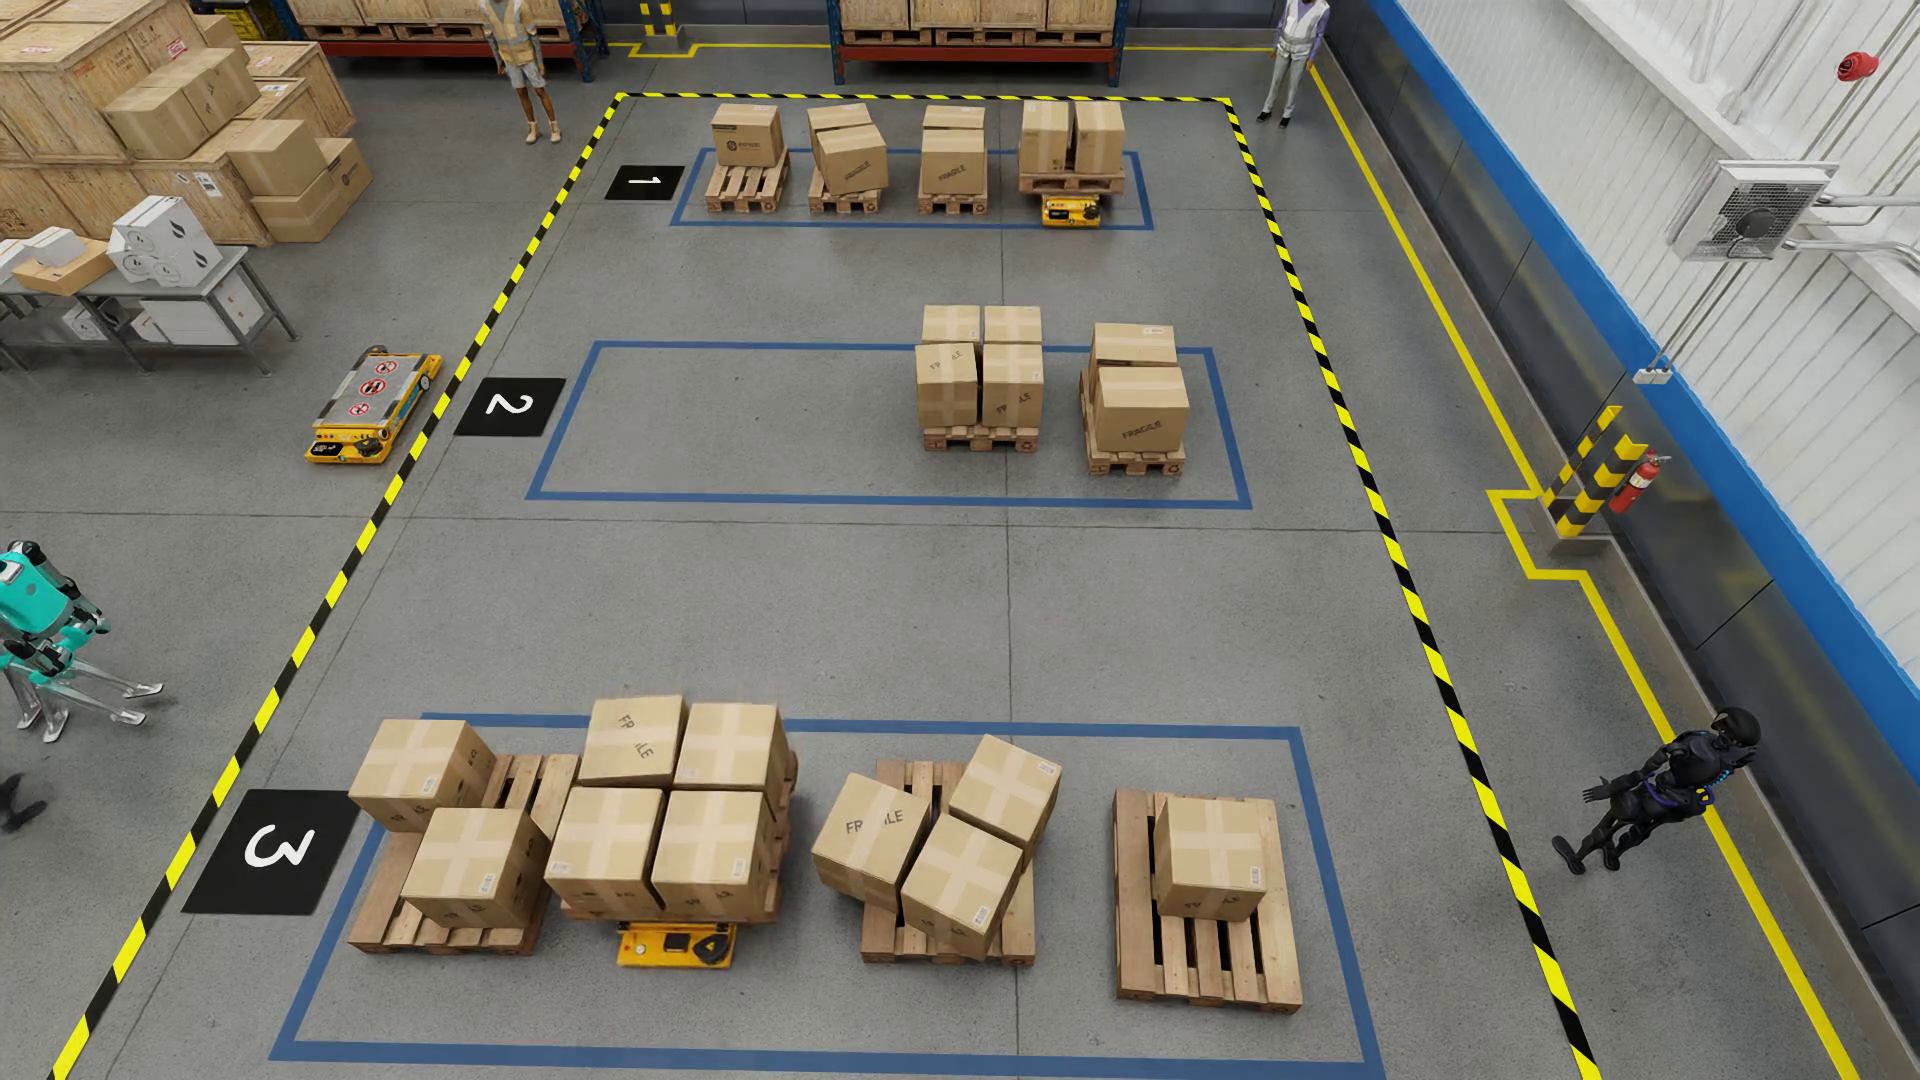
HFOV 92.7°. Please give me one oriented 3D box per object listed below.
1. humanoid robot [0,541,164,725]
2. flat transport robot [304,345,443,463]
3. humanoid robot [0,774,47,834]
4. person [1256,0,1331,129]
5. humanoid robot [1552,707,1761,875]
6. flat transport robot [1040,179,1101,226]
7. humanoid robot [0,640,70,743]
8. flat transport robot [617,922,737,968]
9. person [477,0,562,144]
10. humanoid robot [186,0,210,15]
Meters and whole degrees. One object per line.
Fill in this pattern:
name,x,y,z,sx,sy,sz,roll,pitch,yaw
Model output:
humanoid robot,-5.855,0.605,5.805,0.735,1.677,0.533,0,50,0
flat transport robot,-5.383,-1.269,8.441,0.659,0.231,1.431,1,50,1
humanoid robot,-6.253,1.240,5.401,0.606,1.652,0.418,0,50,0
person,4.216,-6.176,11.568,0.586,1.833,0.403,29,56,22
humanoid robot,3.955,1.445,5.212,0.599,1.657,0.315,-1,50,-1
flat transport robot,1.288,-4.213,10.913,0.652,0.197,1.431,1,50,1
humanoid robot,-6.405,0.631,5.834,0.545,1.748,0.682,-1,50,-1
flat transport robot,-1.657,1.895,5.745,0.652,0.197,1.431,1,50,1
person,-5.386,-5.878,11.180,0.606,2.043,0.376,-1,50,-1
humanoid robot,-9.825,-6.518,11.997,0.790,1.631,0.600,-1,50,-1
